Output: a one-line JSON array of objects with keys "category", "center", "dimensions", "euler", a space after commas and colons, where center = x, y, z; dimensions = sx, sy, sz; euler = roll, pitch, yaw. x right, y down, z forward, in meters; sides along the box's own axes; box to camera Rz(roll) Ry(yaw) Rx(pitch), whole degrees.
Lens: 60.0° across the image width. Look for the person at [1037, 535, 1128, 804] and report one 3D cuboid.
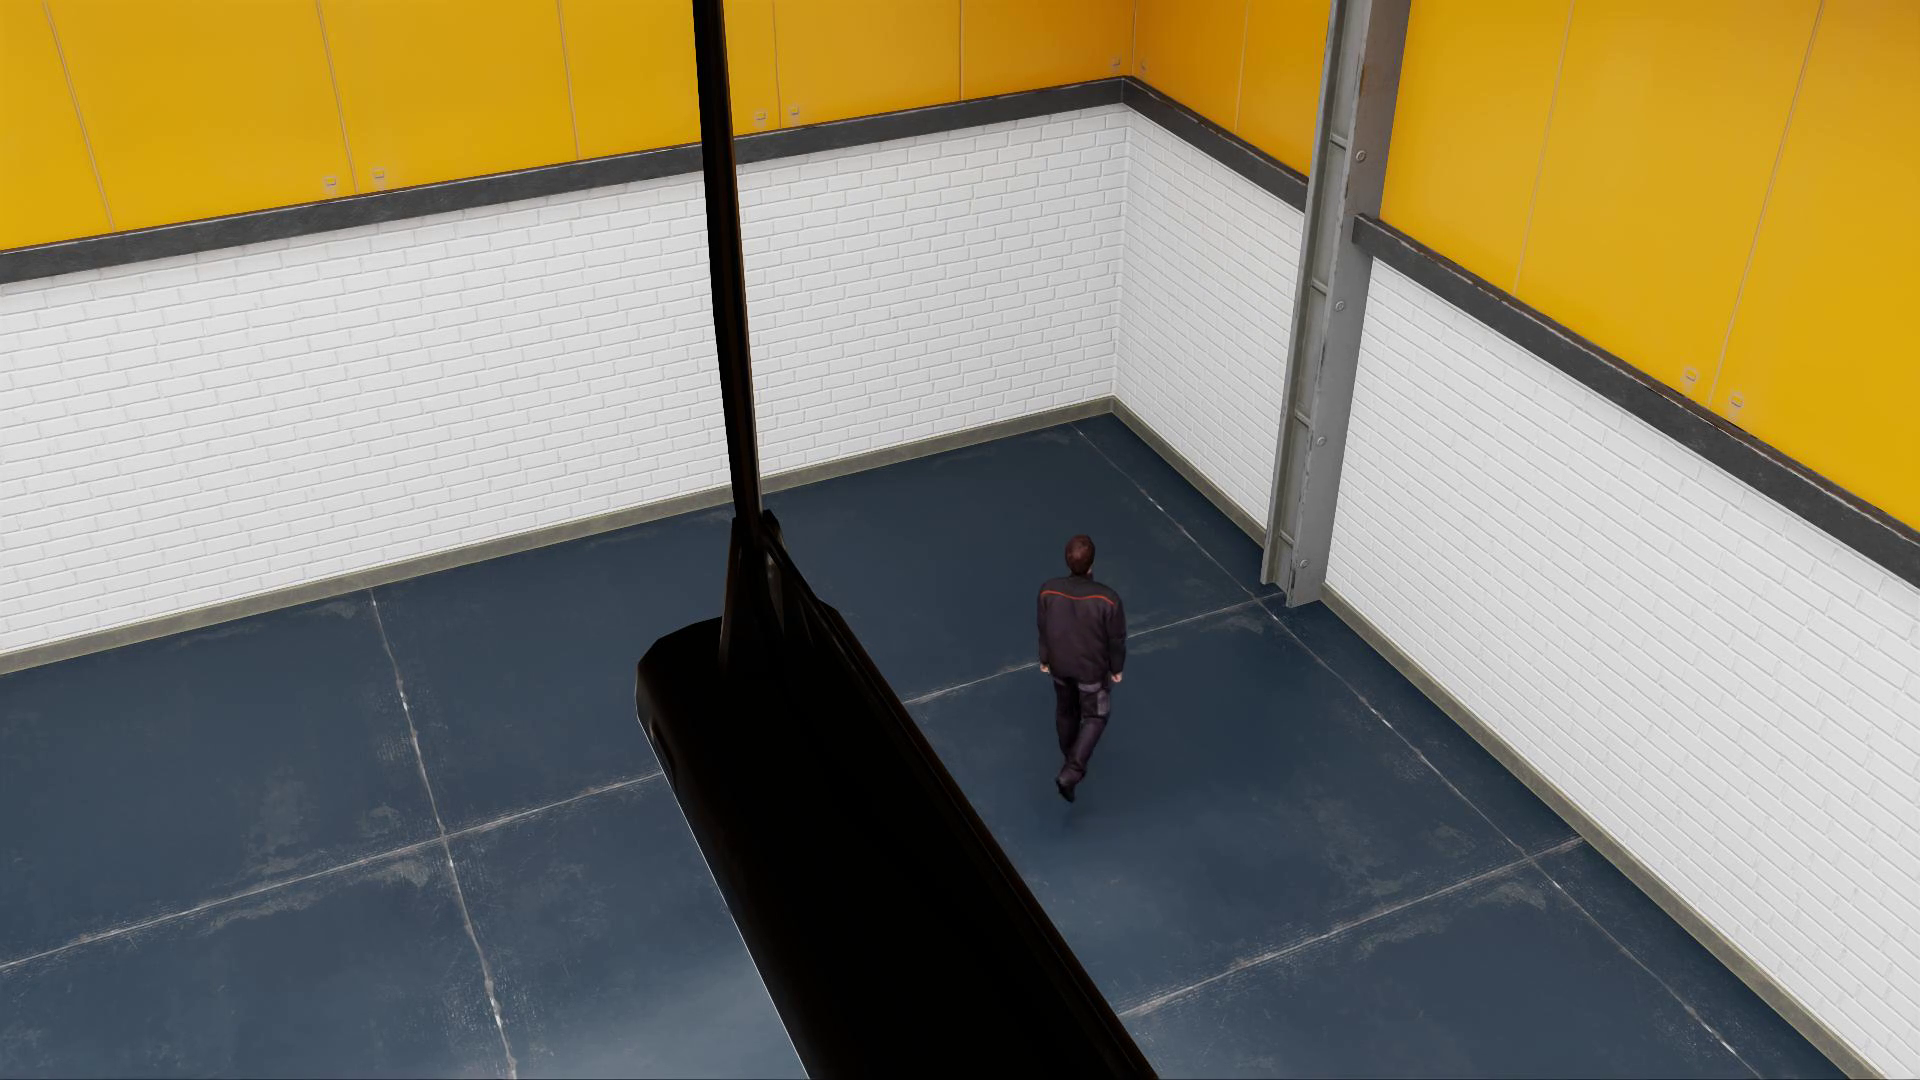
[{"category": "person", "center": [0.723, 0.810, 10.270], "dimensions": [1.101, 1.820, 1.145], "euler": [12, 36, 18]}]
